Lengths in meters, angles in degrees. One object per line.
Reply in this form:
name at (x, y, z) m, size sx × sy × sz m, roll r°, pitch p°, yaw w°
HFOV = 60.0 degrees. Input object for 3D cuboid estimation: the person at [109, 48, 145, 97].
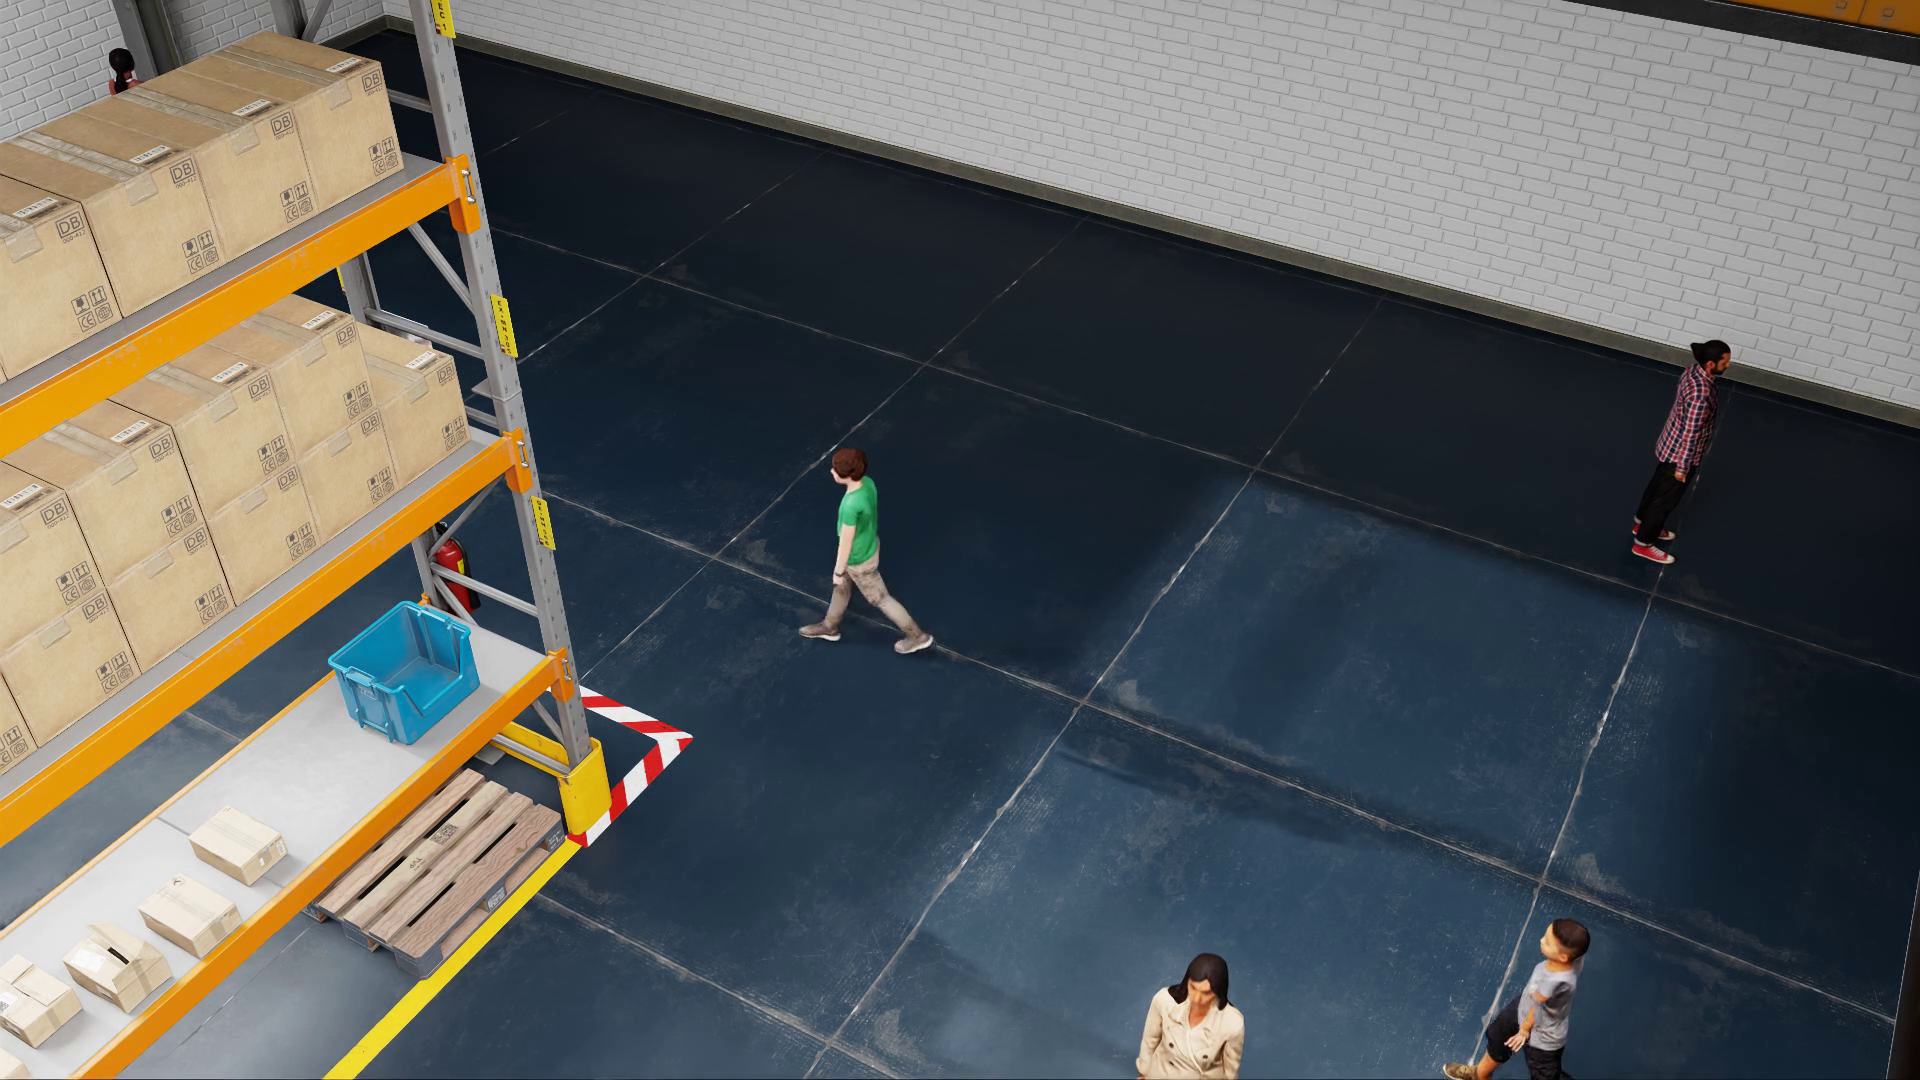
person at (-7.574, -3.724, 15.487) m, size 0.623 × 1.755 × 0.622 m, roll 6°, pitch 39°, yaw 7°

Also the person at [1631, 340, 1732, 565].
person at (5.044, -0.647, 11.629) m, size 0.807 × 1.760 × 0.625 m, roll 9°, pitch 40°, yaw 12°

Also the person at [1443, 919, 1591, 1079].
person at (2.930, 2.349, 8.146) m, size 0.746 × 1.425 × 0.982 m, roll 13°, pitch 41°, yaw 16°

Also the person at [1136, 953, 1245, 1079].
person at (1.065, 2.500, 7.753) m, size 0.651 × 1.681 × 0.547 m, roll 16°, pitch 41°, yaw 19°

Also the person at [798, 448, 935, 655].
person at (-0.552, 0.115, 10.790) m, size 0.937 × 1.618 × 1.170 m, roll 6°, pitch 39°, yaw 8°
